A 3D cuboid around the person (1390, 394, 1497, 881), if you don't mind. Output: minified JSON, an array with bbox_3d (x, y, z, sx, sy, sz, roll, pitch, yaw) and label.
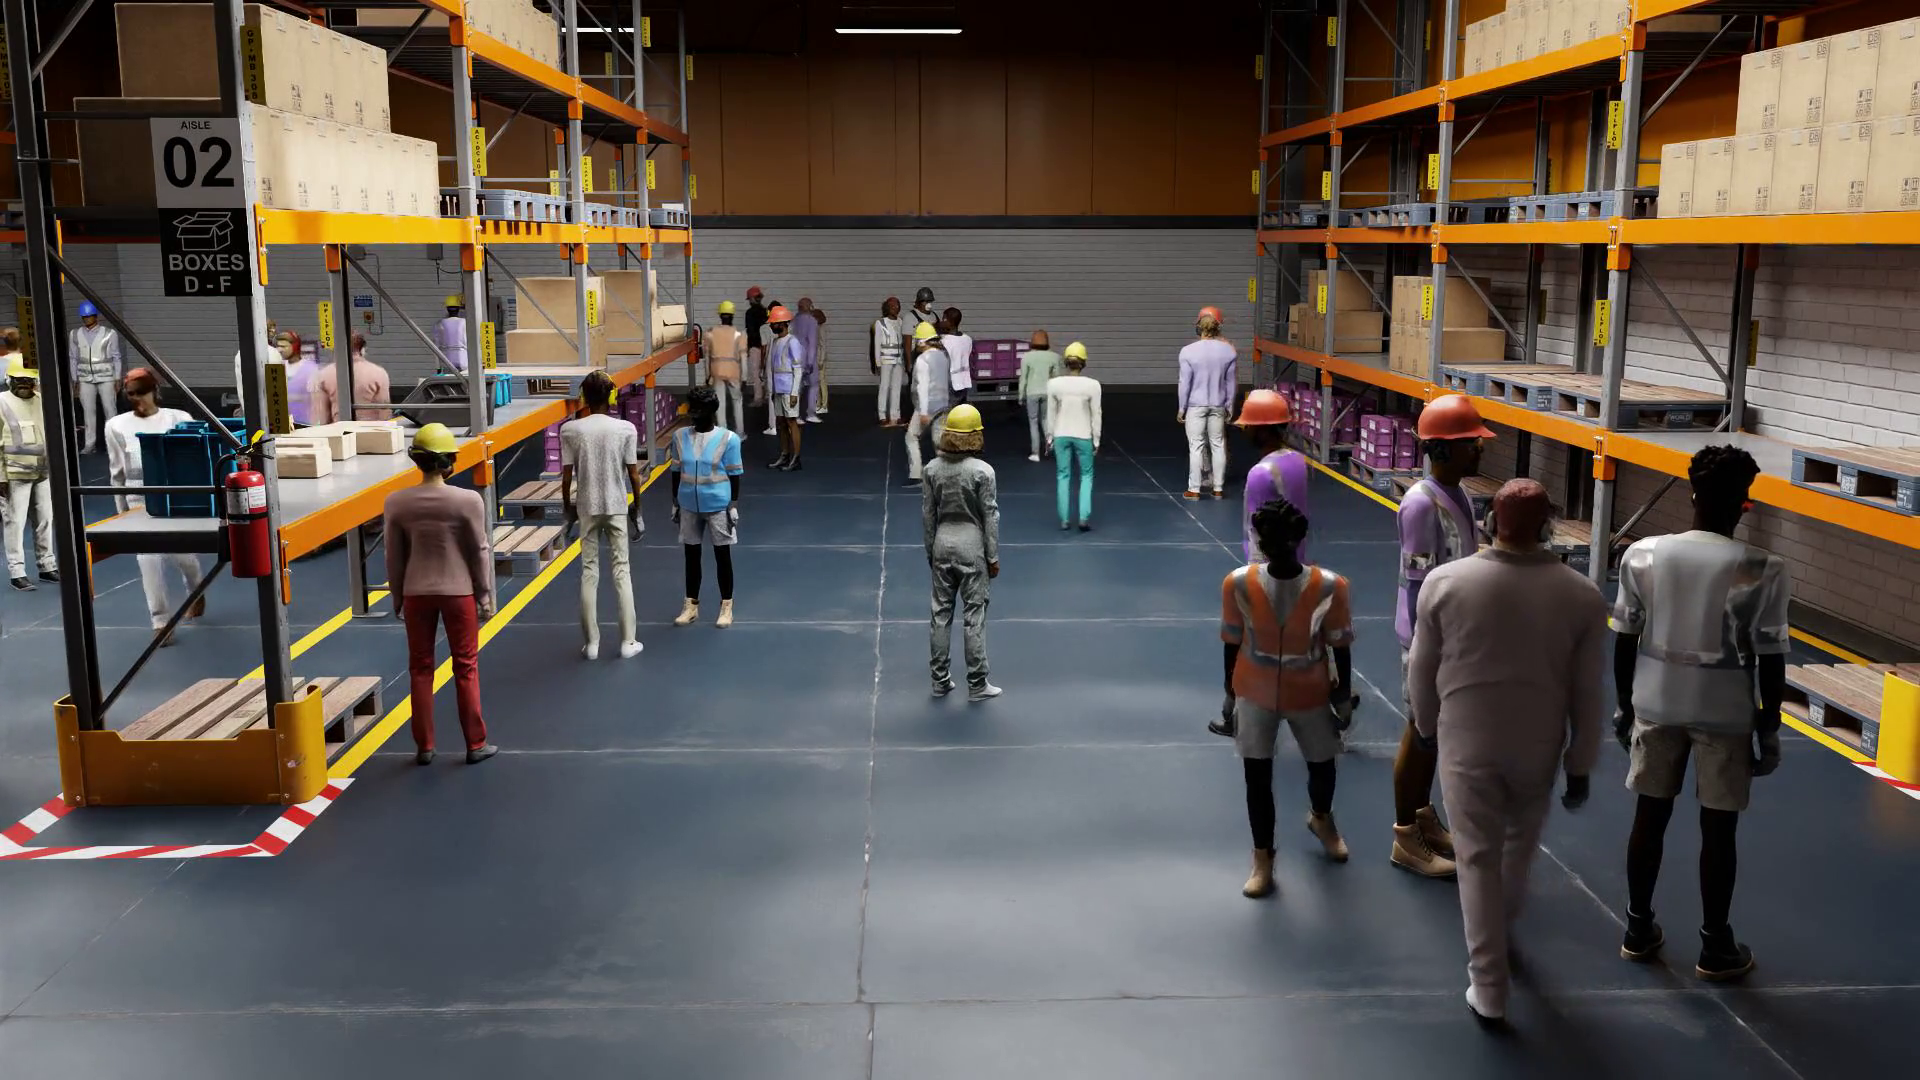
[{"bbox_3d":[2.050,0.403,7.083,0.365,2.048,0.608,6,12,29],"label":"person"}]

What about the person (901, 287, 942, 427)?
[{"bbox_3d":[-0.486,-2.608,23.878,0.680,2.000,0.536,-9,14,-41],"label":"person"}]

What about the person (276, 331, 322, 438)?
[{"bbox_3d":[-6.447,-1.098,16.089,0.574,1.812,0.784,3,11,18],"label":"person"}]

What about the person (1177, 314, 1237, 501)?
[{"bbox_3d":[2.553,-1.370,17.263,0.637,1.938,0.357,-2,10,-12],"label":"person"}]

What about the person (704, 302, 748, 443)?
[{"bbox_3d":[-3.061,-2.177,21.873,0.613,1.889,0.887,0,10,2],"label":"person"}]

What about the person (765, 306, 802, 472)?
[{"bbox_3d":[-2.071,-1.764,19.470,0.369,1.933,0.551,-7,12,-34],"label":"person"}]

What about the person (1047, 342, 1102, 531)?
[{"bbox_3d":[1.059,-0.952,15.454,0.540,1.770,0.327,3,11,16],"label":"person"}]

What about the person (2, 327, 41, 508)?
[{"bbox_3d":[-9.459,-1.231,16.790,0.539,1.819,0.709,-3,11,-17],"label":"person"}]

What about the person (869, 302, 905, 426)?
[{"bbox_3d":[-0.917,-2.609,24.524,0.718,1.800,0.858,4,11,21],"label":"person"}]

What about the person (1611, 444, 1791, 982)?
[{"bbox_3d":[2.703,0.624,6.100,0.610,1.956,0.386,9,14,42],"label":"person"}]

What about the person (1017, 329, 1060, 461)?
[{"bbox_3d":[0.965,-1.767,20.382,0.503,1.619,0.351,-3,11,-16],"label":"person"}]

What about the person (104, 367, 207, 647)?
[{"bbox_3d":[-5.388,-0.250,11.243,0.615,1.865,0.775,-3,11,-14],"label":"person"}]

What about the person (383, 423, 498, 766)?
[{"bbox_3d":[-2.666,0.285,8.536,0.526,1.765,0.329,0,10,0],"label":"person"}]

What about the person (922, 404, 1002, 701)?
[{"bbox_3d":[0.019,0.074,9.765,0.491,1.744,0.295,5,12,28],"label":"person"}]

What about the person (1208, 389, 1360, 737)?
[{"bbox_3d":[1.728,0.159,8.824,0.736,1.914,0.560,8,13,38],"label":"person"}]

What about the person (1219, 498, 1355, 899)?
[{"bbox_3d":[1.356,0.620,6.941,0.547,1.672,0.616,3,10,14],"label":"person"}]

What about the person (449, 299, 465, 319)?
[{"bbox_3d":[-8.307,-3.209,27.965,0.641,1.787,0.419,3,11,16],"label":"person"}]

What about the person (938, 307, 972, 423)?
[{"bbox_3d":[-0.070,-1.750,19.428,0.392,1.922,0.593,6,12,30],"label":"person"}]

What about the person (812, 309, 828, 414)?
[{"bbox_3d":[-2.232,-2.799,26.075,0.281,1.633,0.500,-4,11,-24],"label":"person"}]

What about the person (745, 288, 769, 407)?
[{"bbox_3d":[-3.273,-3.167,27.321,0.574,1.939,0.813,6,12,30],"label":"person"}]

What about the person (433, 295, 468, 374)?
[{"bbox_3d":[-7.202,-2.528,23.767,0.585,1.919,0.385,-2,10,-10],"label":"person"}]

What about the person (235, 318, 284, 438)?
[{"bbox_3d":[-6.998,-1.281,16.780,0.628,1.936,0.377,5,11,26],"label":"person"}]

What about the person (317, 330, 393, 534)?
[{"bbox_3d":[-5.464,-0.947,15.058,0.650,1.887,0.709,0,10,0],"label":"person"}]

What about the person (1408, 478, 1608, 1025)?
[{"bbox_3d":[1.924,0.699,5.963,0.639,1.851,0.987,1,10,8],"label":"person"}]

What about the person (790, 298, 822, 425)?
[{"bbox_3d":[-2.311,-2.616,24.427,0.665,1.856,0.656,8,13,38],"label":"person"}]

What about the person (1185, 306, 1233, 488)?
[{"bbox_3d":[2.724,-1.548,18.120,0.503,1.982,0.668,-7,12,-35],"label":"person"}]

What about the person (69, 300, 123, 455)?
[{"bbox_3d":[-10.902,-2.043,20.988,0.615,1.945,0.404,-2,10,-9],"label":"person"}]

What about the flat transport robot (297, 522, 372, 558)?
[{"bbox_3d":[-5.797,-0.056,14.589,0.652,0.197,1.431,1,10,6],"label":"flat transport robot"}]

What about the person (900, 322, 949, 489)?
[{"bbox_3d":[-0.386,-1.443,18.037,0.666,1.812,0.610,6,12,29],"label":"person"}]

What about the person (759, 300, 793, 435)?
[{"bbox_3d":[-2.557,-2.395,23.163,0.508,1.872,0.328,-6,12,-28],"label":"person"}]

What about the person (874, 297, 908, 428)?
[{"bbox_3d":[-0.984,-2.575,24.128,0.583,1.882,0.337,-8,13,-37],"label":"person"}]

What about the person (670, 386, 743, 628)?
[{"bbox_3d":[-1.772,-0.227,11.581,0.531,1.692,0.320,2,10,14],"label":"person"}]

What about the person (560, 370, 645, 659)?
[{"bbox_3d":[-2.303,-0.158,10.716,0.534,1.864,0.309,-1,10,-6],"label":"person"}]

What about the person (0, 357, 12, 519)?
[{"bbox_3d":[-8.769,-0.964,15.003,0.629,1.940,0.379,-6,12,-30],"label":"person"}]

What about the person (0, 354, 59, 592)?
[{"bbox_3d":[-7.210,-0.529,12.893,0.404,1.827,0.589,5,11,24],"label":"person"}]
